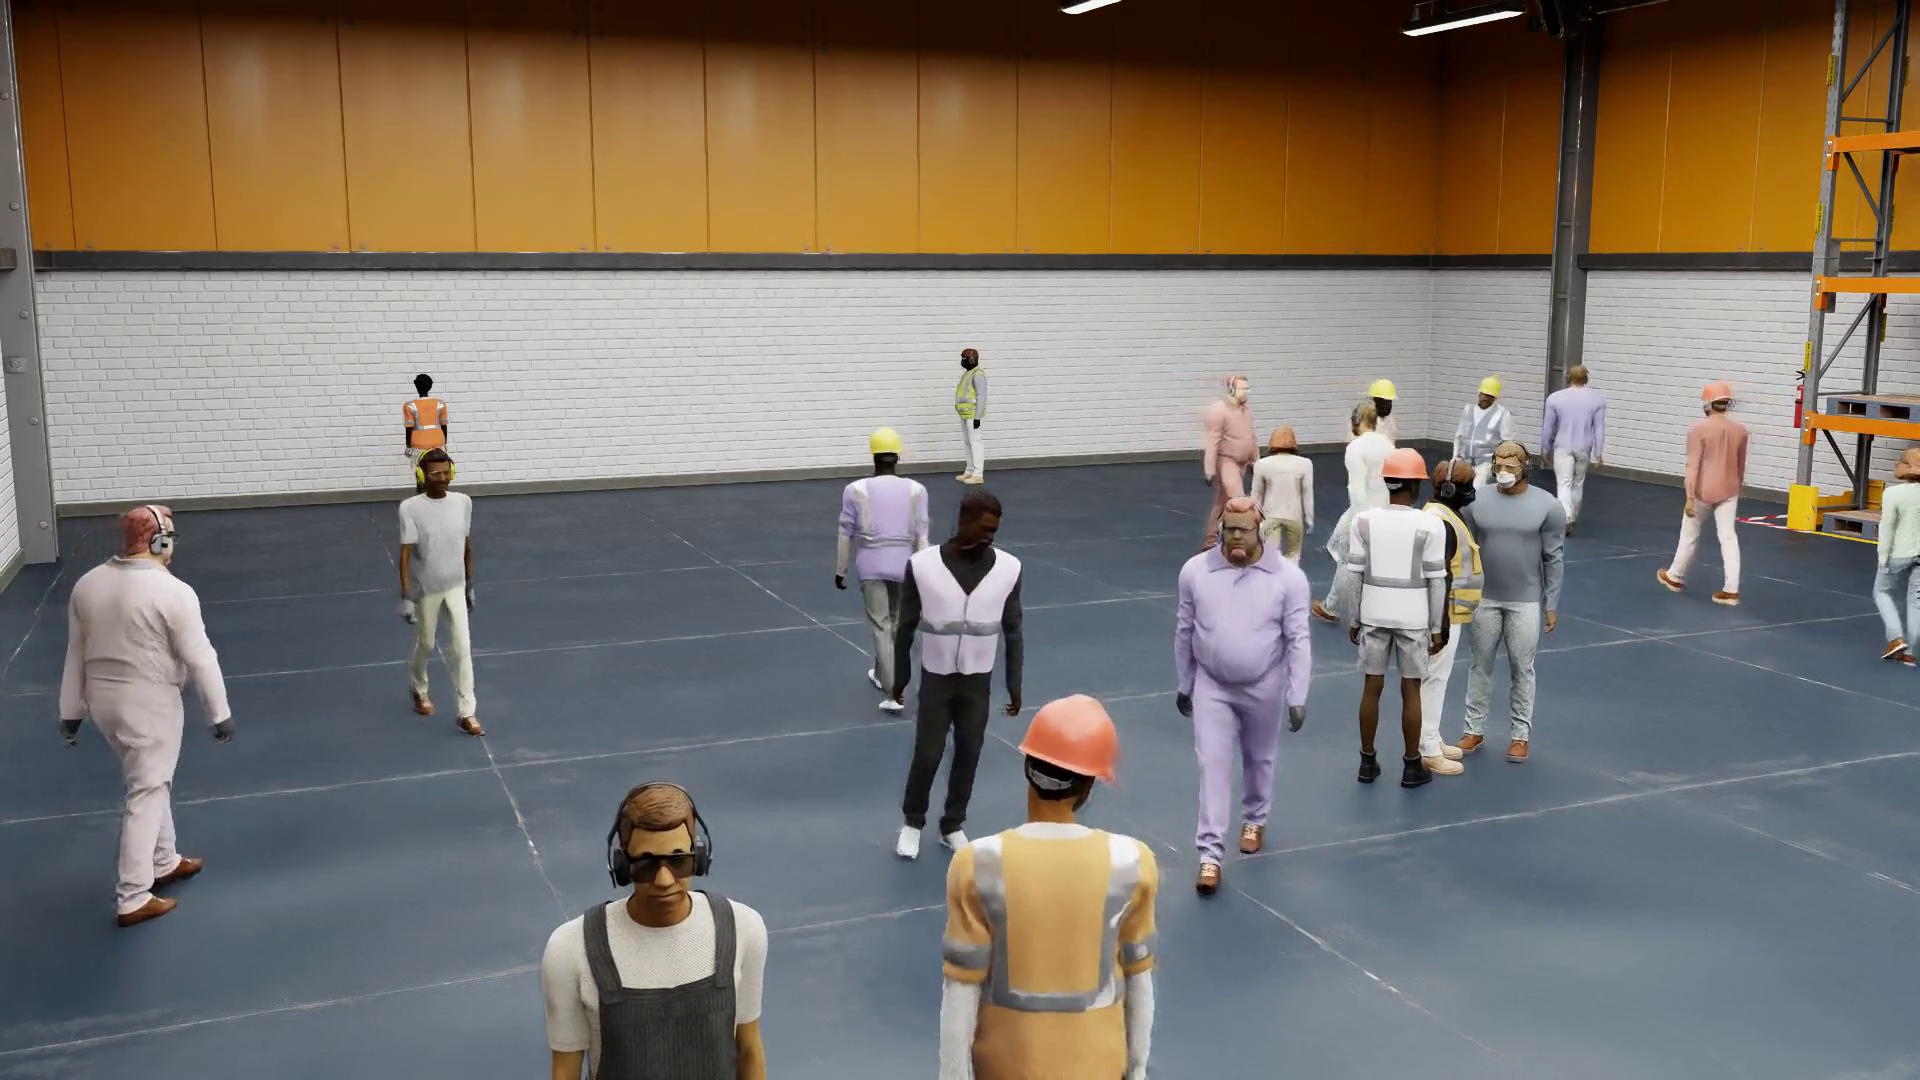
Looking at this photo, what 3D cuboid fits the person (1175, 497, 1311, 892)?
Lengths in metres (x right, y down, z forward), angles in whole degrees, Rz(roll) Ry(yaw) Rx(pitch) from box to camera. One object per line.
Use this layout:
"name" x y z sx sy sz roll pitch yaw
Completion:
"person" 1.369 0.709 8.106 0.666 1.853 0.991 3 10 15

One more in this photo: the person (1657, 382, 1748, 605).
"person" 6.667 -0.433 14.776 0.652 1.935 1.041 -2 9 -9

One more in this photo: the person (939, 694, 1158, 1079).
"person" 0.217 1.340 4.212 0.568 1.894 0.944 0 9 0

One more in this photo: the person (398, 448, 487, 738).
"person" -3.368 0.301 10.689 0.539 1.825 0.980 -7 12 -37

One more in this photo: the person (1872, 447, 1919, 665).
"person" 7.038 0.125 12.353 0.500 1.625 0.347 0 9 2

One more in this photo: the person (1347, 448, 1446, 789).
"person" 2.487 0.442 9.484 0.548 1.934 0.374 5 11 29

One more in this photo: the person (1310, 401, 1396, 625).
"person" 3.288 -0.173 13.434 0.695 1.867 1.020 -8 12 -41

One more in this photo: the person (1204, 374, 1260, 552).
"person" 2.852 -0.728 16.773 0.951 1.860 0.678 7 12 38

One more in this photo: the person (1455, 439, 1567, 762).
"person" 3.269 0.360 9.967 0.635 1.937 0.354 5 11 30

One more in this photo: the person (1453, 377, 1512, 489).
"person" 5.716 -0.909 18.158 0.906 1.780 0.610 -8 12 -41

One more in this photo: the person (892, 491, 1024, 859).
"person" 0.000 0.672 8.263 0.618 1.875 0.477 -2 10 -13

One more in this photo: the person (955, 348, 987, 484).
"person" 0.144 -1.692 22.695 0.429 1.842 0.634 -3 10 -17

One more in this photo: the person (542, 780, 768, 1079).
"person" -0.666 1.430 3.767 0.506 1.846 0.349 -4 10 -23

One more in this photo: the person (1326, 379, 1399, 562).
"person" 4.001 -0.656 16.339 0.609 1.880 0.979 -5 11 -30

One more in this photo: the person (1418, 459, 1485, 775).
"person" 2.855 0.437 9.797 0.429 1.841 0.634 3 10 18

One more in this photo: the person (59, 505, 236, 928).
"person" -3.704 0.772 7.676 0.711 1.871 0.821 3 10 20

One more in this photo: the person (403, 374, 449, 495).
"person" -6.278 -1.106 19.582 0.533 1.697 0.319 -7 11 -35

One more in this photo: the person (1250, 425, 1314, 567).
"person" 2.738 -0.179 14.183 0.538 1.611 0.550 2 10 10

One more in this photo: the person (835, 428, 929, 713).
"person" -0.518 0.185 11.233 0.592 1.876 0.979 -4 10 -22

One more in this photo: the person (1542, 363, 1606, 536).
"person" 6.773 -1.001 18.373 0.639 1.904 0.987 2 10 13
